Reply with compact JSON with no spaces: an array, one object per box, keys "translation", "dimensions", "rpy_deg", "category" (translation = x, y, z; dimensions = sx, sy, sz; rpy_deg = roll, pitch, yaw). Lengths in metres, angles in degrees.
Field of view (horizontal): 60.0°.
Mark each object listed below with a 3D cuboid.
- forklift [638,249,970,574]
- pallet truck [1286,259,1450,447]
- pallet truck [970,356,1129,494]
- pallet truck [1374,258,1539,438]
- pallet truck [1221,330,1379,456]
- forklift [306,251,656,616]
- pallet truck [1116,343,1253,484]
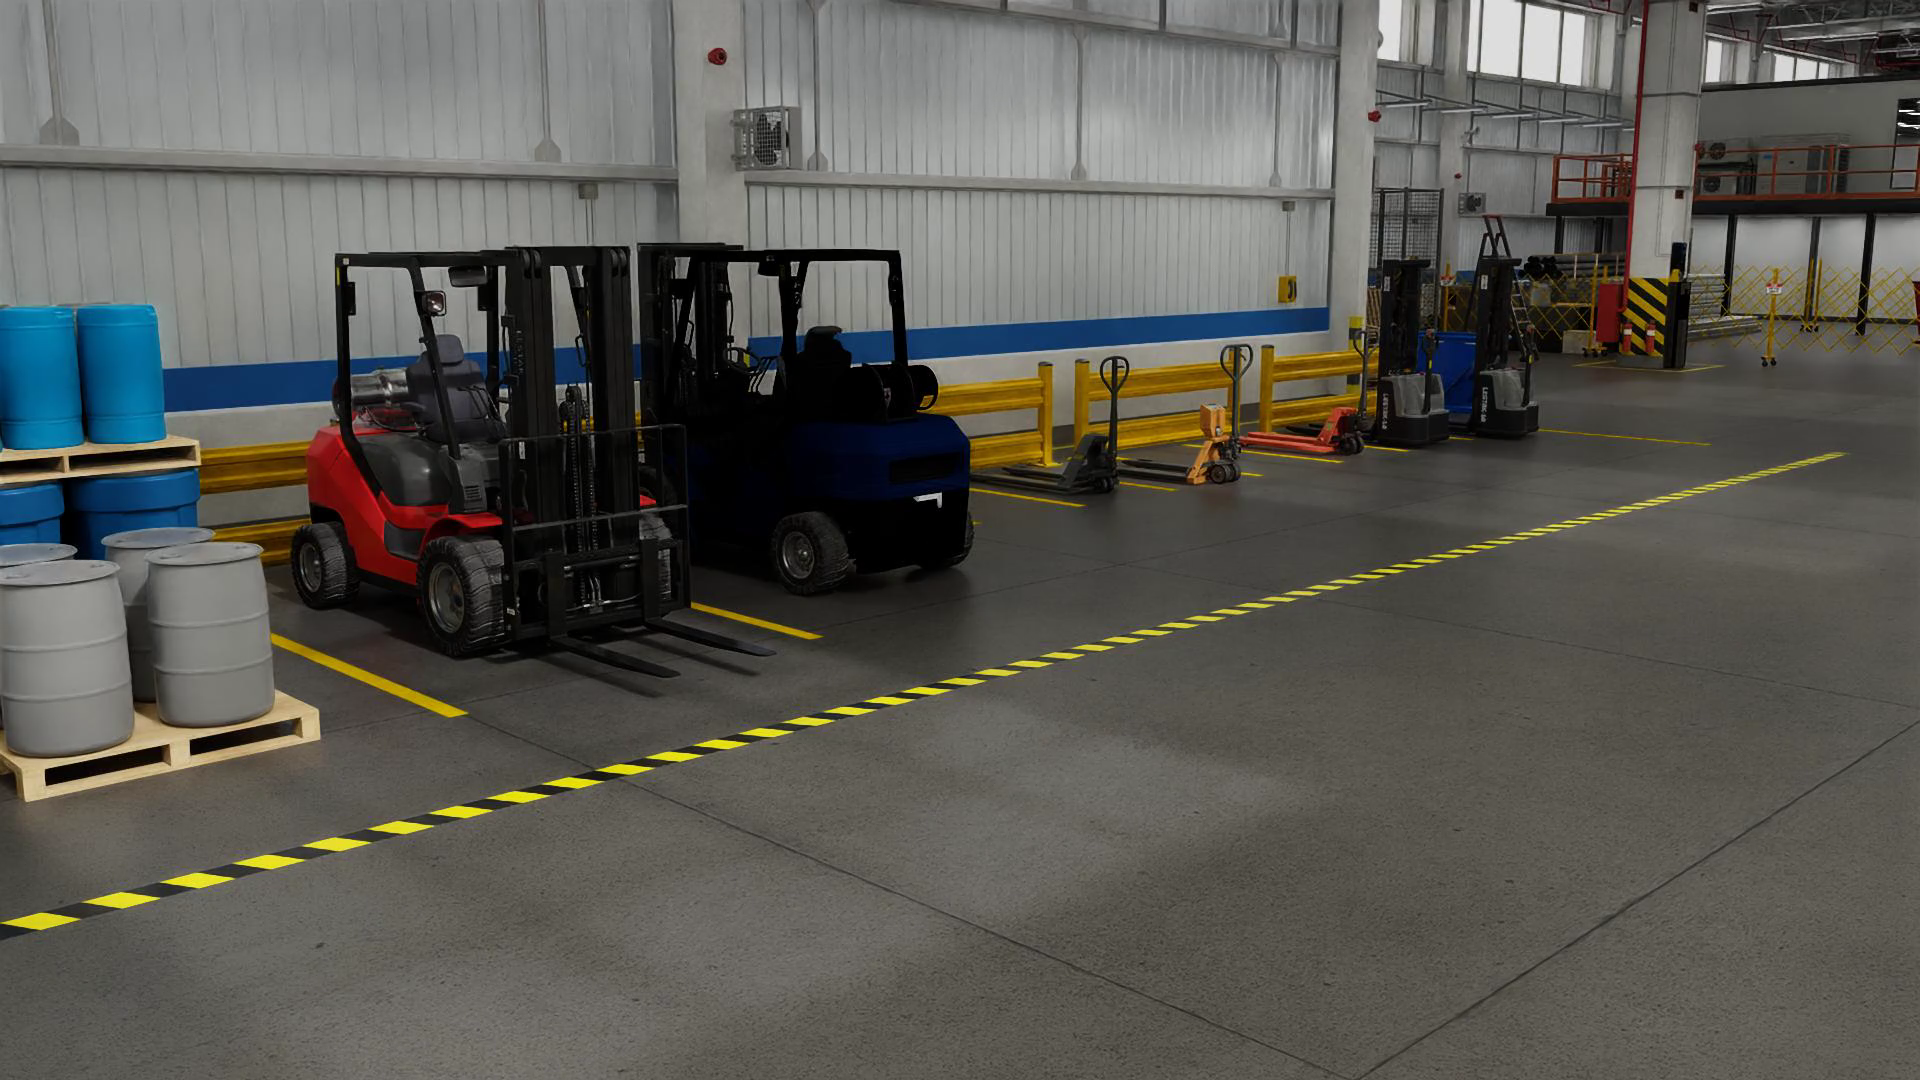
[{"translation":[-1.173,-0.958,11.239],"dimensions":[2.680,1.987,1.157],"rpy_deg":[10,14,43],"category":"forklift"},{"translation":[4.493,-2.078,18.196],"dimensions":[0.823,1.965,1.885],"rpy_deg":[-9,14,-40],"category":"pallet truck"},{"translation":[0.784,-1.085,14.876],"dimensions":[0.680,1.201,1.601],"rpy_deg":[-10,14,-44],"category":"pallet truck"},{"translation":[5.704,-2.208,18.901],"dimensions":[1.885,1.965,0.823],"rpy_deg":[10,14,43],"category":"pallet truck"},{"translation":[3.563,-1.581,17.381],"dimensions":[0.653,1.274,1.630],"rpy_deg":[-10,14,-44],"category":"pallet truck"},{"translation":[-2.833,-0.669,9.694],"dimensions":[1.157,1.987,2.680],"rpy_deg":[-10,14,-44],"category":"forklift"},{"translation":[1.962,-1.215,15.415],"dimensions":[1.522,1.261,0.704],"rpy_deg":[10,14,43],"category":"pallet truck"}]
